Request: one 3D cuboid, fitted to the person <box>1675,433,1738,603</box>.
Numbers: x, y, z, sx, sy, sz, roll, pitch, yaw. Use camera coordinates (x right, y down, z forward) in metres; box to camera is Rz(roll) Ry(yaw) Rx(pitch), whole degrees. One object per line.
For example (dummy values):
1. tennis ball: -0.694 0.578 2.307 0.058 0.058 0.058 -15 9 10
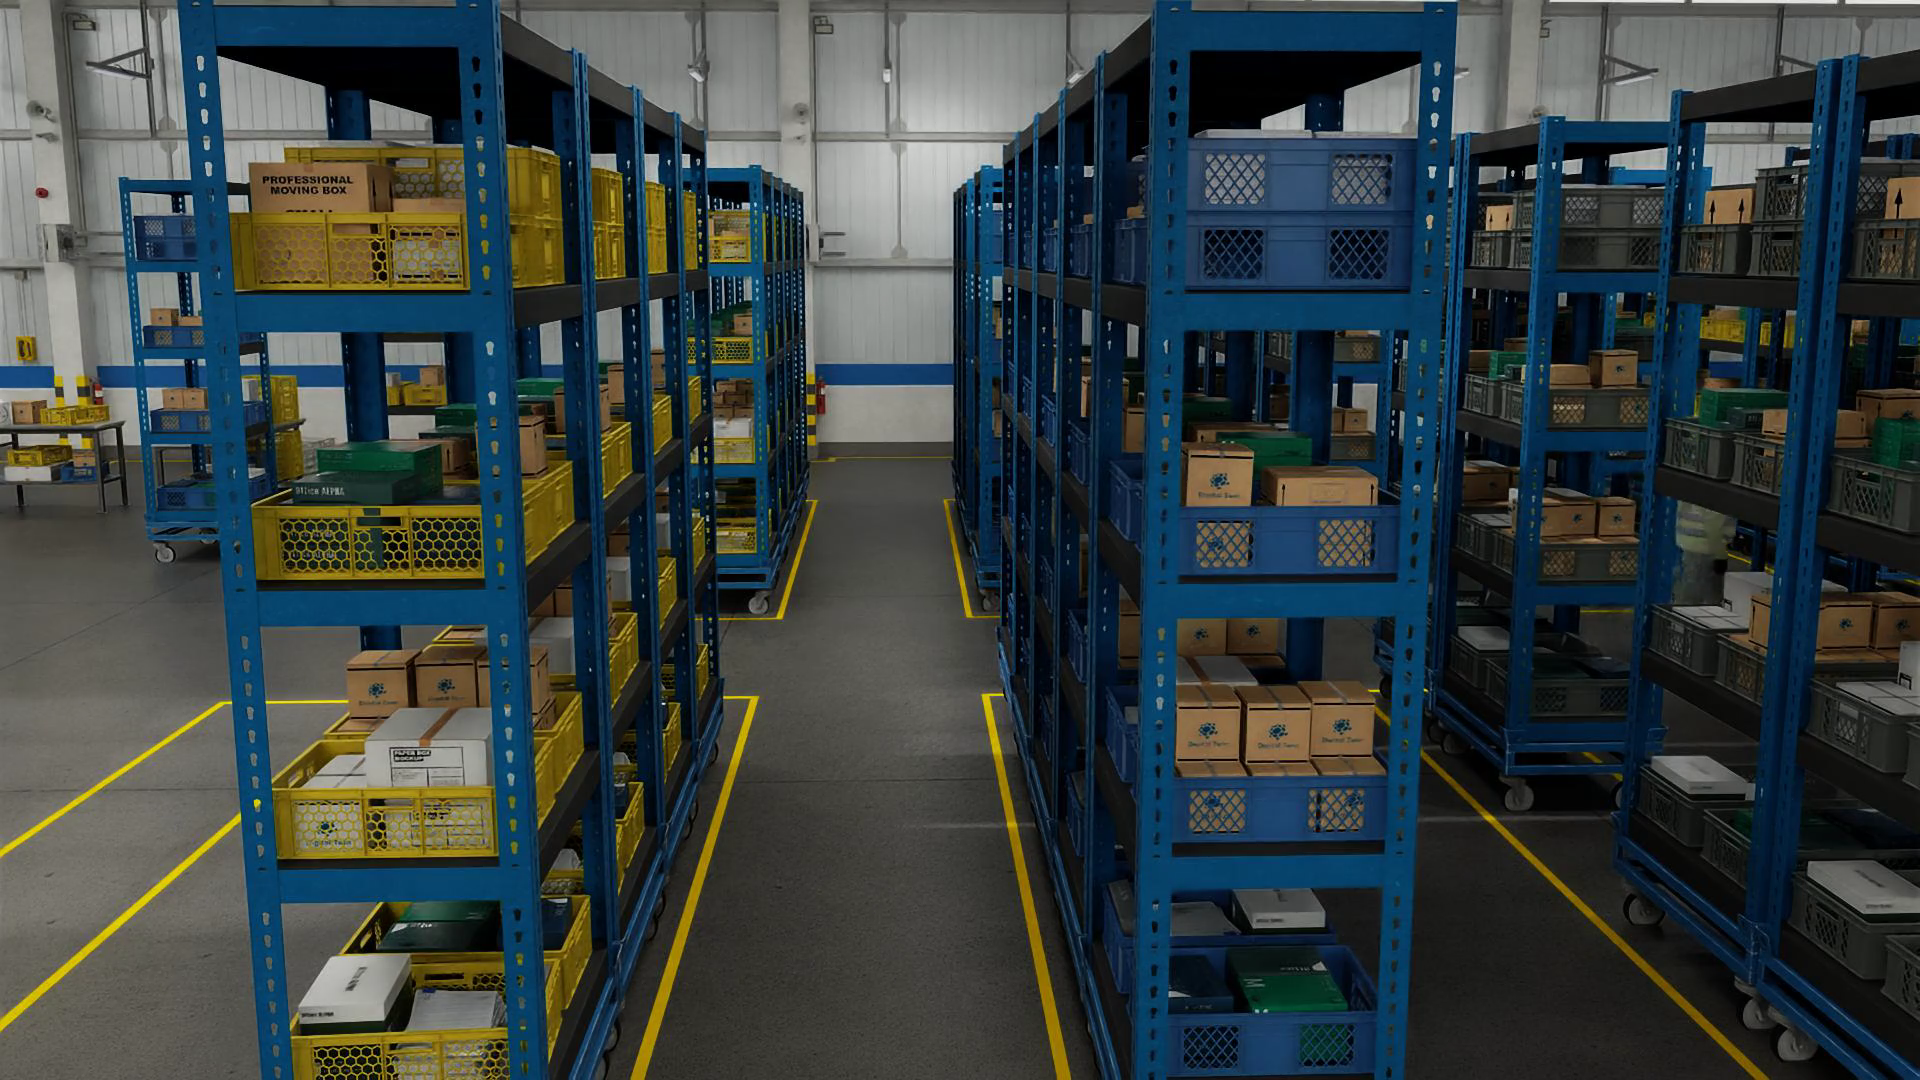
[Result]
1. person: 5.339 0.029 11.677 0.691 1.806 0.620 4 11 20
